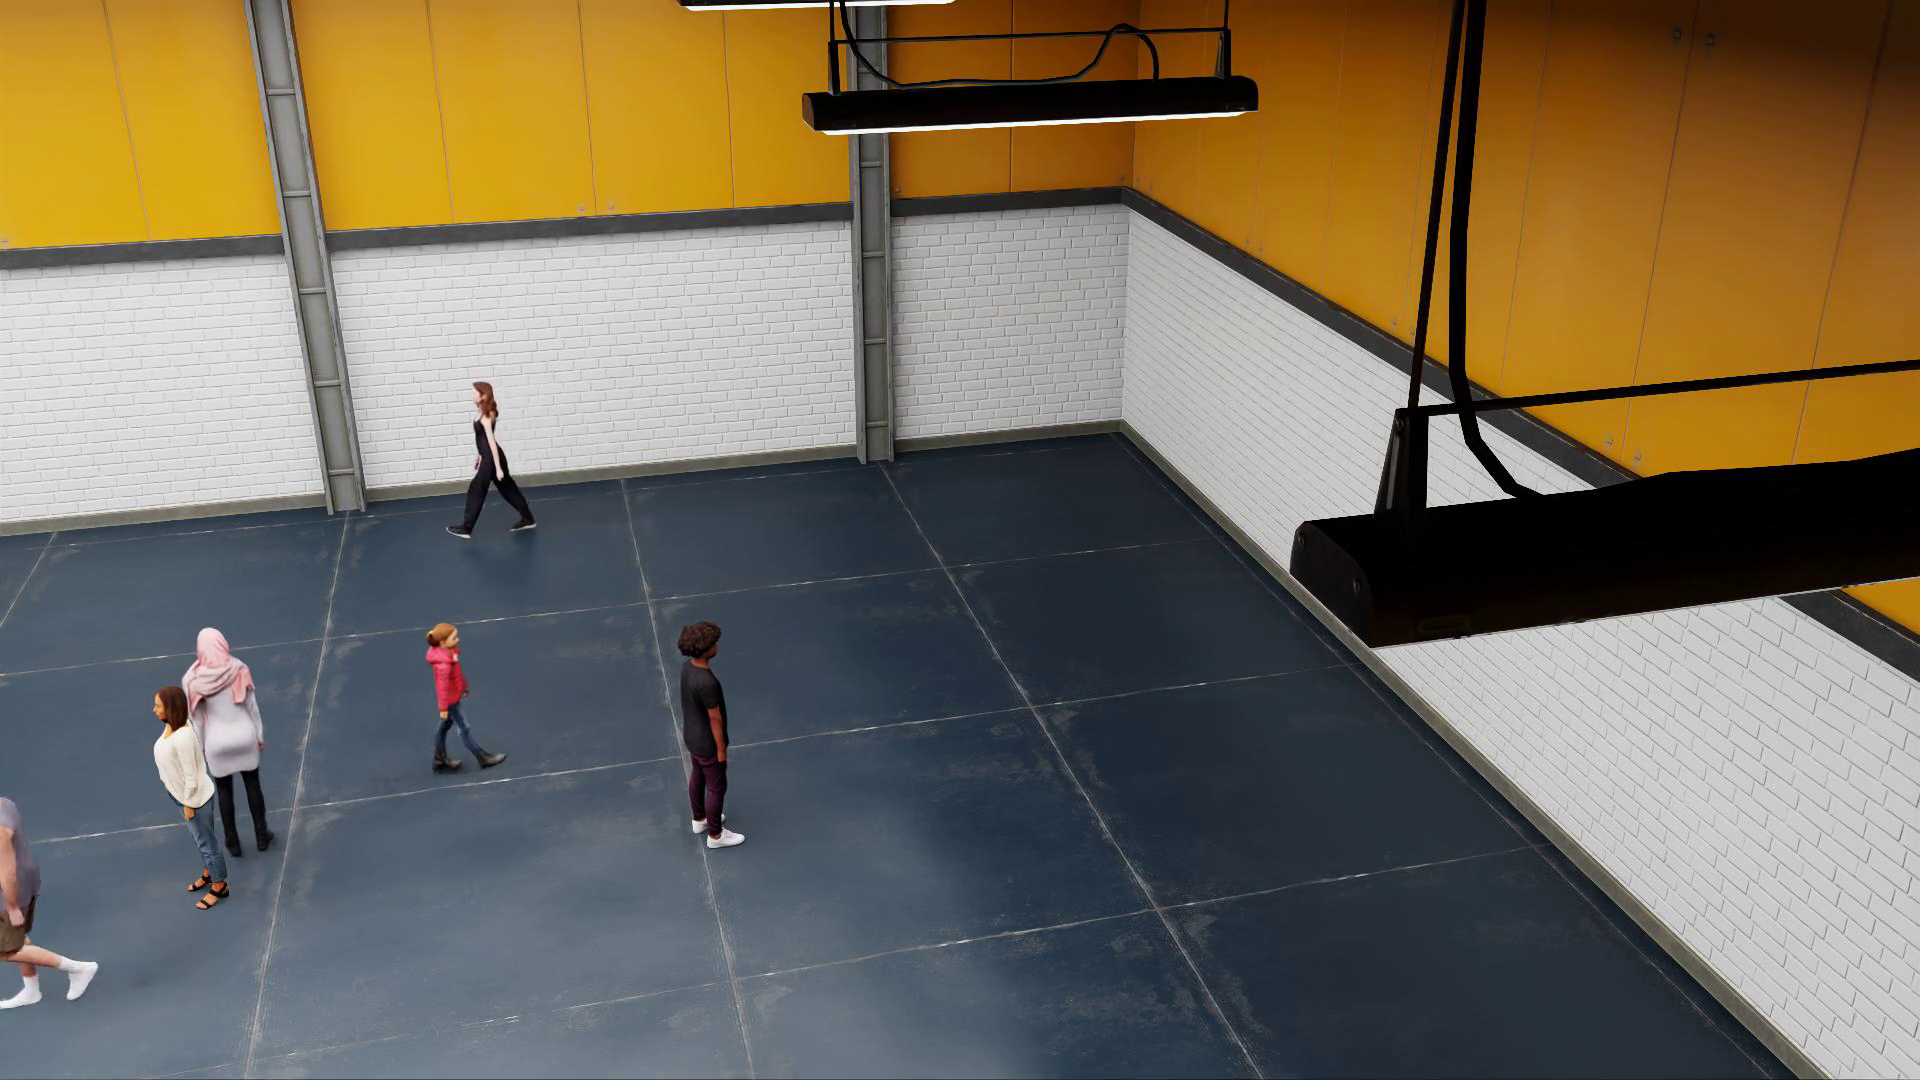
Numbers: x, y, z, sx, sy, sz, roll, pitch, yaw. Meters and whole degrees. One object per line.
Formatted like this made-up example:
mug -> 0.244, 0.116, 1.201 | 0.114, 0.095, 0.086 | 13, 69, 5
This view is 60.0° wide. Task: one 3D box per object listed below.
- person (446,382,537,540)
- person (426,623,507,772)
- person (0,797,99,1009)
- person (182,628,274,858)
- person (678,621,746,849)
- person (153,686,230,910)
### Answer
person -> -4.819, -0.823, 17.444 | 1.163, 1.689, 0.689 | -9, 25, -19
person -> -4.105, 1.265, 13.159 | 0.814, 1.295, 0.561 | -4, 24, -10
person -> -5.924, 2.202, 10.523 | 0.899, 1.833, 0.674 | -9, 25, -19
person -> -5.280, 1.459, 12.085 | 0.603, 1.800, 0.743 | -14, 27, -28
person -> -1.867, 1.410, 12.221 | 0.666, 1.782, 0.699 | -15, 28, -30
person -> -5.335, 1.756, 11.554 | 0.652, 1.683, 0.680 | -16, 28, -32
